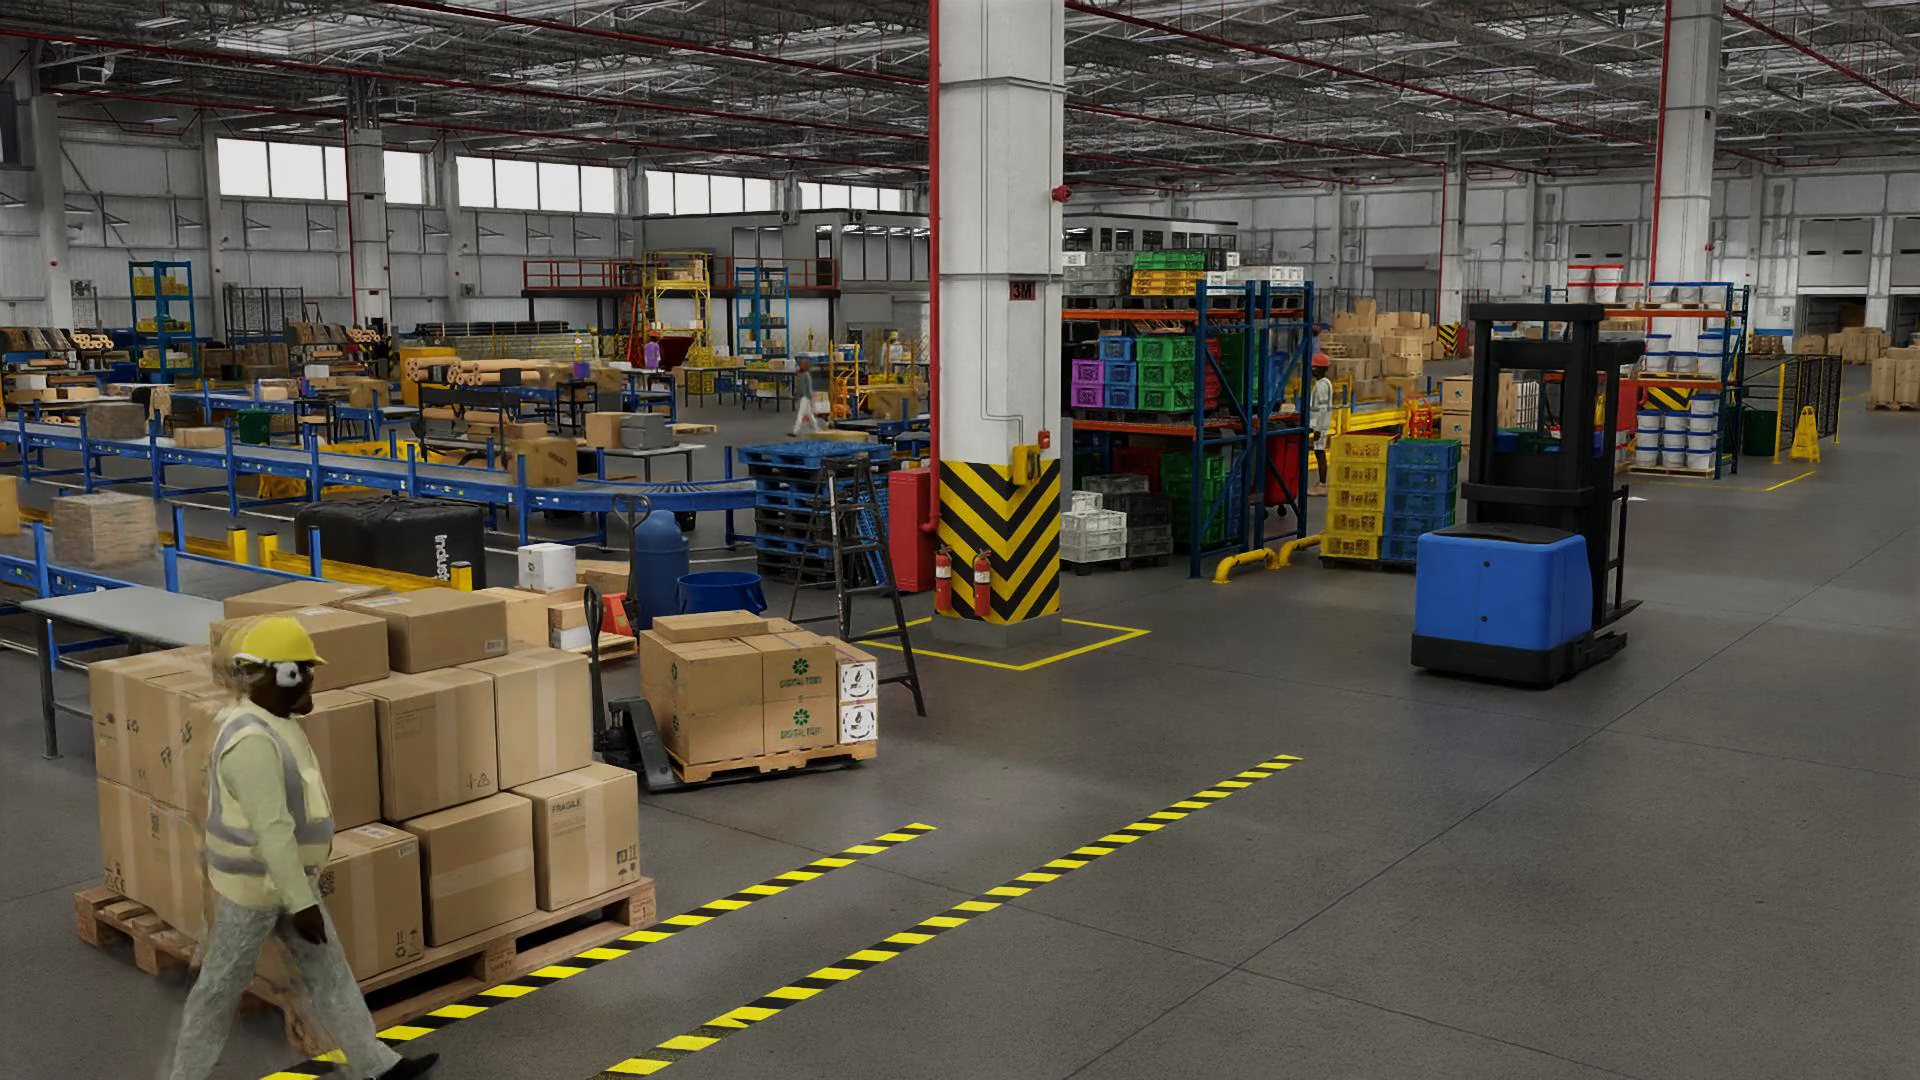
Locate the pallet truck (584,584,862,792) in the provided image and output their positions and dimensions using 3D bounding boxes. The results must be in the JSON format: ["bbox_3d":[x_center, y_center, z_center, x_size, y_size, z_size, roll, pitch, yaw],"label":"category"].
[{"bbox_3d":[-1.426,0.805,10.019,1.601,1.201,0.680,-4,9,-26],"label":"pallet truck"}]

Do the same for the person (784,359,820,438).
[{"bbox_3d":[-3.141,-2.834,33.353,0.875,1.584,0.523,-5,10,-29],"label":"person"}]

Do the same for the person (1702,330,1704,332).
[{"bbox_3d":[24.625,-6.393,55.814,0.536,2.000,0.688,-2,9,-15],"label":"person"}]

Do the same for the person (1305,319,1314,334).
[{"bbox_3d":[14.534,-8.219,68.733,0.612,1.869,1.021,5,10,31],"label":"person"}]

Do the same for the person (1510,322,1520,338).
[{"bbox_3d":[20.101,-7.013,60.642,0.924,1.841,0.606,0,8,-2],"label":"person"}]

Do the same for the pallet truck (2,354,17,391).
[{"bbox_3d":[-24.881,-4.417,42.634,1.885,1.965,0.823,8,11,41],"label":"pallet truck"}]

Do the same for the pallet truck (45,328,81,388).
[{"bbox_3d":[-23.775,-4.544,43.495,1.885,1.965,0.823,6,10,35],"label":"pallet truck"}]

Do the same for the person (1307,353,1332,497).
[{"bbox_3d":[5.099,-1.632,23.705,0.378,2.042,0.615,2,9,14],"label":"person"}]

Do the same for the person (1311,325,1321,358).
[{"bbox_3d":[11.104,-5.822,52.380,0.554,1.917,0.814,-5,10,-29],"label":"person"}]

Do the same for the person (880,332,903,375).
[{"bbox_3d":[-1.964,-5.052,47.598,0.668,1.807,0.485,-2,9,-11],"label":"person"}]

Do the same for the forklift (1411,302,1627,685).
[{"bbox_3d":[4.379,-0.438,12.852,1.129,2.768,1.873,7,11,37],"label":"forklift"}]

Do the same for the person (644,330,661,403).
[{"bbox_3d":[-8.041,-4.547,43.736,0.543,1.932,0.376,7,11,41],"label":"person"}]

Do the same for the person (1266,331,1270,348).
[{"bbox_3d":[11.081,-7.048,60.647,0.578,1.913,0.586,1,9,8],"label":"person"}]

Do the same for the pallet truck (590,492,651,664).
[{"bbox_3d":[-3.115,0.344,12.883,0.653,1.274,1.630,7,11,37],"label":"pallet truck"}]

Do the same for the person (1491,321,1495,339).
[{"bbox_3d":[20.023,-7.368,62.905,0.356,1.886,0.574,-3,9,-22],"label":"person"}]

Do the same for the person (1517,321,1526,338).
[{"bbox_3d":[26.857,-9.829,79.624,0.555,1.845,0.464,-7,11,-41],"label":"person"}]

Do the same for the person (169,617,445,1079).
[{"bbox_3d":[-2.342,1.168,5.737,0.931,1.772,0.673,-1,9,-8],"label":"person"}]

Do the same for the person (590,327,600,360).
[{"bbox_3d":[-12.432,-6.365,56.621,0.314,1.744,0.487,0,8,-3],"label":"person"}]

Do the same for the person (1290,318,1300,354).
[{"bbox_3d":[15.893,-9.708,79.015,0.517,1.786,0.979,3,9,18],"label":"person"}]
